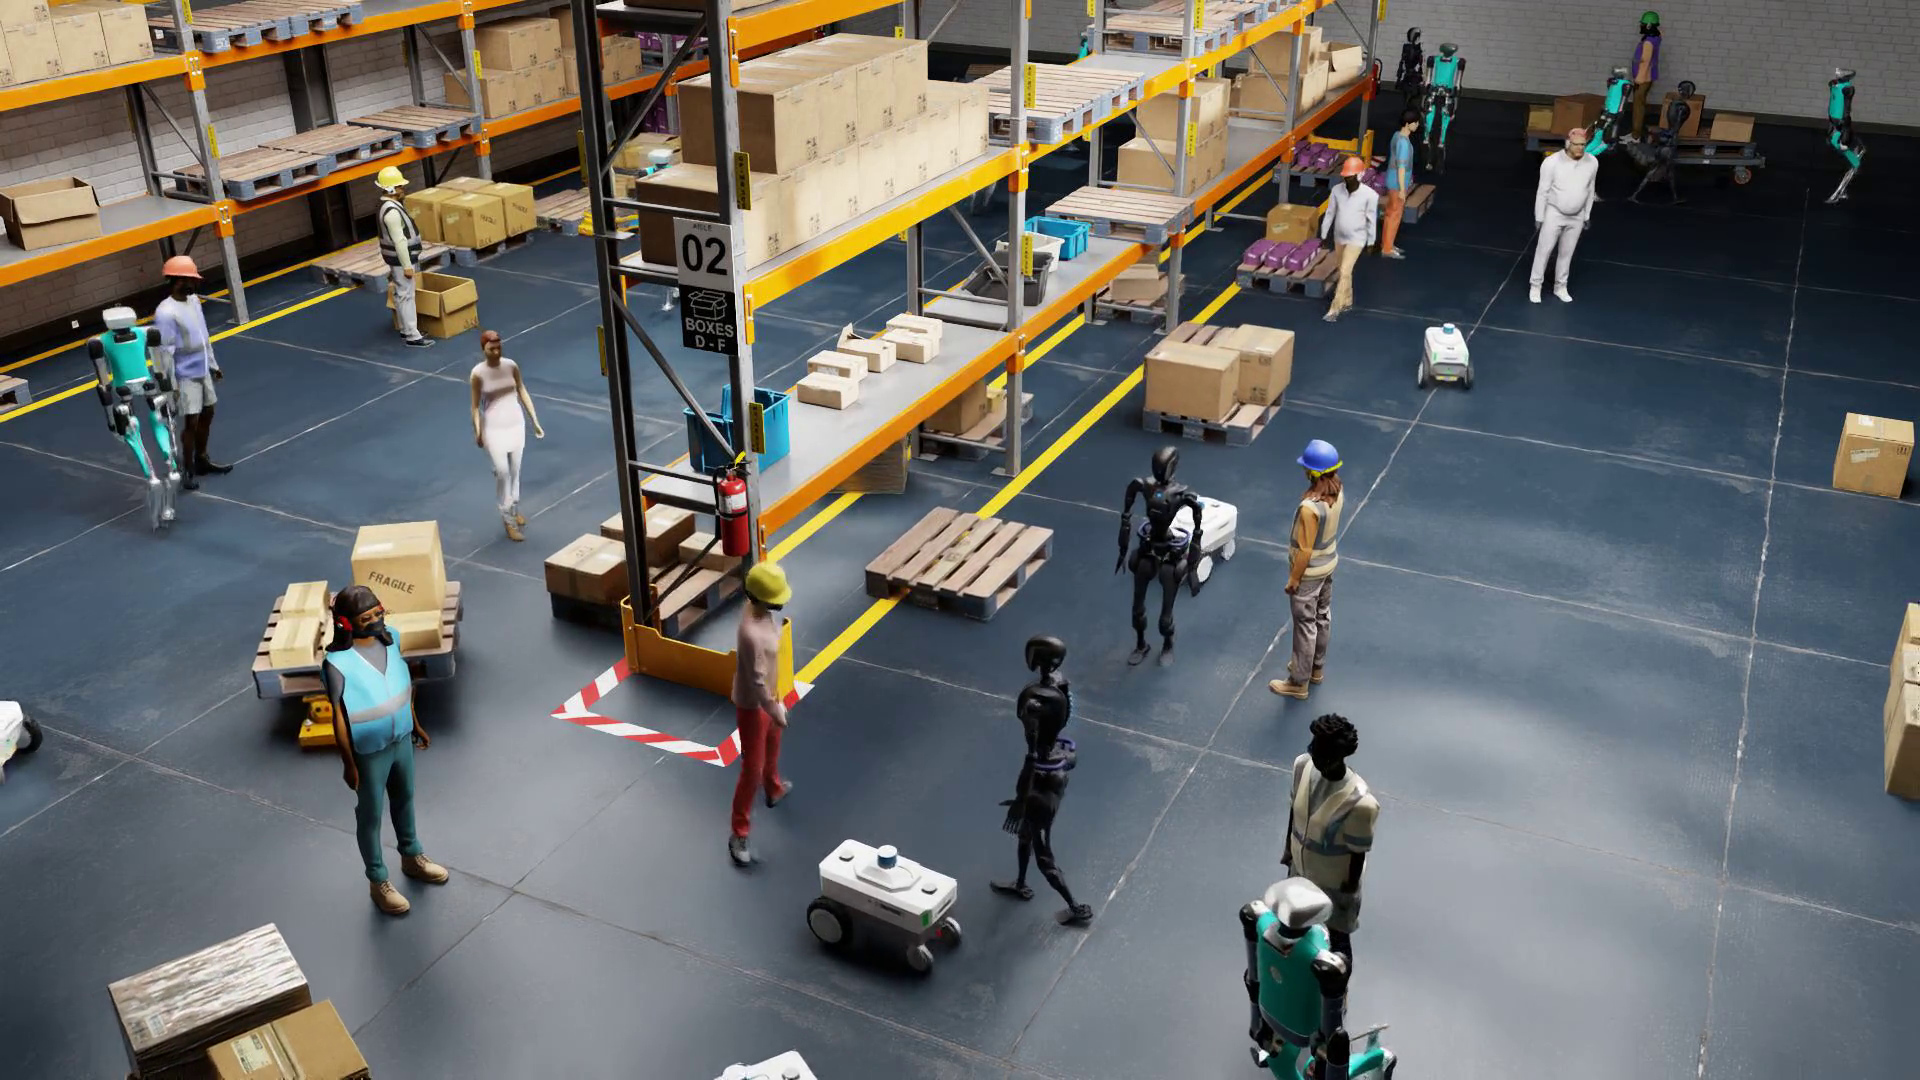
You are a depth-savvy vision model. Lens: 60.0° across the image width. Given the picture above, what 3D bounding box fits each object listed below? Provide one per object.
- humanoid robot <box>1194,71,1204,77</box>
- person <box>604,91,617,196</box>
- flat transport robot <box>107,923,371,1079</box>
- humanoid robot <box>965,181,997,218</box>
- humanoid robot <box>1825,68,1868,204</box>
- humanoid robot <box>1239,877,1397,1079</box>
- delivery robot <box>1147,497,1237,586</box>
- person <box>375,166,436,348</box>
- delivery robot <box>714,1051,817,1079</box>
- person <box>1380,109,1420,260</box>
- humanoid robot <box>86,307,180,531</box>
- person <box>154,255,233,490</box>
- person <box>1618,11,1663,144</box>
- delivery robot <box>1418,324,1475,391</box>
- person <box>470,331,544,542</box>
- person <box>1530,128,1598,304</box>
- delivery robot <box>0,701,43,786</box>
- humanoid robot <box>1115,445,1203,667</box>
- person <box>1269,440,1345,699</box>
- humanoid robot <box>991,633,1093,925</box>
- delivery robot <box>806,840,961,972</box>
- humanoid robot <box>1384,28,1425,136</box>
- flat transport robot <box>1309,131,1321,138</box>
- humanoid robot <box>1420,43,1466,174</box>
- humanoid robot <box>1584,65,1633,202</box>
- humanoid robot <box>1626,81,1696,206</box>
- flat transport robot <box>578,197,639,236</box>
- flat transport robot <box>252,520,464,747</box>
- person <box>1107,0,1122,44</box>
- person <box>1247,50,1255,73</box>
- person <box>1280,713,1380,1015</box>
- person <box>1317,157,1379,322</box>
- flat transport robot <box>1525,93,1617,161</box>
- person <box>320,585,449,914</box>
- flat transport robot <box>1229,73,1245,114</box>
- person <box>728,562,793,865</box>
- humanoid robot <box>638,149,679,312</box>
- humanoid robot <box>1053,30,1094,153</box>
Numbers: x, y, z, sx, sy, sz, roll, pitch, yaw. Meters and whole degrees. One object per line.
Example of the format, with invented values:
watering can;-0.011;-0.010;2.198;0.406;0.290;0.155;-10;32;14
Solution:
humanoid robot;3.518;-6.892;25.141;0.353;1.650;0.598;9;28;17
person;-4.593;-5.060;21.222;0.390;1.845;0.563;4;27;9
flat transport robot;-3.151;2.800;7.123;1.431;0.231;0.659;-18;32;-32
humanoid robot;0.229;-4.934;21.162;0.589;1.647;0.363;24;35;39
humanoid robot;11.693;-5.269;21.773;0.854;1.773;0.592;1;26;3
humanoid robot;1.587;2.082;6.997;1.052;1.776;0.546;-17;31;-31
delivery robot;1.758;-0.021;12.519;0.499;0.613;0.814;21;33;36
person;-5.620;-2.851;16.774;0.404;1.833;0.588;-13;29;-24
delivery robot;-0.972;2.556;7.282;0.780;0.586;0.499;-14;30;-27
person;5.170;-4.183;19.550;0.334;1.759;0.501;3;26;6
humanoid robot;-6.287;-0.871;12.933;0.539;1.828;0.712;-21;33;-36
person;-6.367;-1.372;13.731;0.350;1.900;0.711;4;27;7
person;10.202;-6.896;24.841;0.423;1.930;0.535;10;28;20
delivery robot;4.685;-1.768;16.046;0.499;0.612;0.796;4;27;7
person;-3.465;-0.810;12.871;0.450;1.638;0.673;-22;34;-37
person;6.545;-3.506;18.019;0.650;1.904;0.406;-3;26;-5
delivery robot;-6.055;1.183;10.078;0.808;0.604;0.499;1;26;3
humanoid robot;1.320;0.112;10.988;0.610;1.655;0.402;13;29;24
person;2.255;0.182;10.708;0.305;1.779;0.462;18;32;32
humanoid robot;0.429;1.262;8.685;0.632;1.661;0.616;11;28;20
delivery robot;-0.385;1.861;8.690;0.785;0.589;0.499;15;30;28
humanoid robot;6.853;-6.975;25.336;0.819;1.623;0.584;-10;28;-19
flat transport robot;4.691;-6.056;25.012;1.431;0.231;0.659;-7;27;-14
humanoid robot;6.668;-5.946;23.228;0.532;1.865;0.675;10;28;19
humanoid robot;8.328;-5.307;21.916;0.797;1.832;0.548;-3;26;-6
humanoid robot;9.224;-5.157;21.668;0.798;1.619;0.589;7;27;13
flat transport robot;-4.205;-4.103;21.066;0.659;0.231;1.431;20;33;35
flat transport robot;-3.921;0.883;10.994;0.659;0.231;1.431;-5;27;-10
person;2.439;-8.252;27.718;0.611;1.812;0.528;16;31;30
person;4.379;-6.447;24.007;0.556;1.867;0.392;-7;27;-14
person;1.748;1.570;8.005;0.321;1.691;0.532;-16;30;-28
person;4.026;-3.167;17.535;0.816;1.717;0.578;-21;33;-36
flat transport robot;8.832;-5.651;24.193;0.659;0.231;1.431;8;27;15
person;-3.068;1.081;8.795;0.389;1.866;0.529;14;30;26
flat transport robot;4.508;-6.086;25.072;1.431;0.231;0.659;7;27;13
person;-1.092;0.886;9.343;0.373;1.729;0.847;2;26;4
humanoid robot;-3.153;-3.227;17.653;0.553;1.730;1.046;4;27;7
humanoid robot;1.602;-6.453;24.284;0.731;1.903;0.549;-4;27;-9
